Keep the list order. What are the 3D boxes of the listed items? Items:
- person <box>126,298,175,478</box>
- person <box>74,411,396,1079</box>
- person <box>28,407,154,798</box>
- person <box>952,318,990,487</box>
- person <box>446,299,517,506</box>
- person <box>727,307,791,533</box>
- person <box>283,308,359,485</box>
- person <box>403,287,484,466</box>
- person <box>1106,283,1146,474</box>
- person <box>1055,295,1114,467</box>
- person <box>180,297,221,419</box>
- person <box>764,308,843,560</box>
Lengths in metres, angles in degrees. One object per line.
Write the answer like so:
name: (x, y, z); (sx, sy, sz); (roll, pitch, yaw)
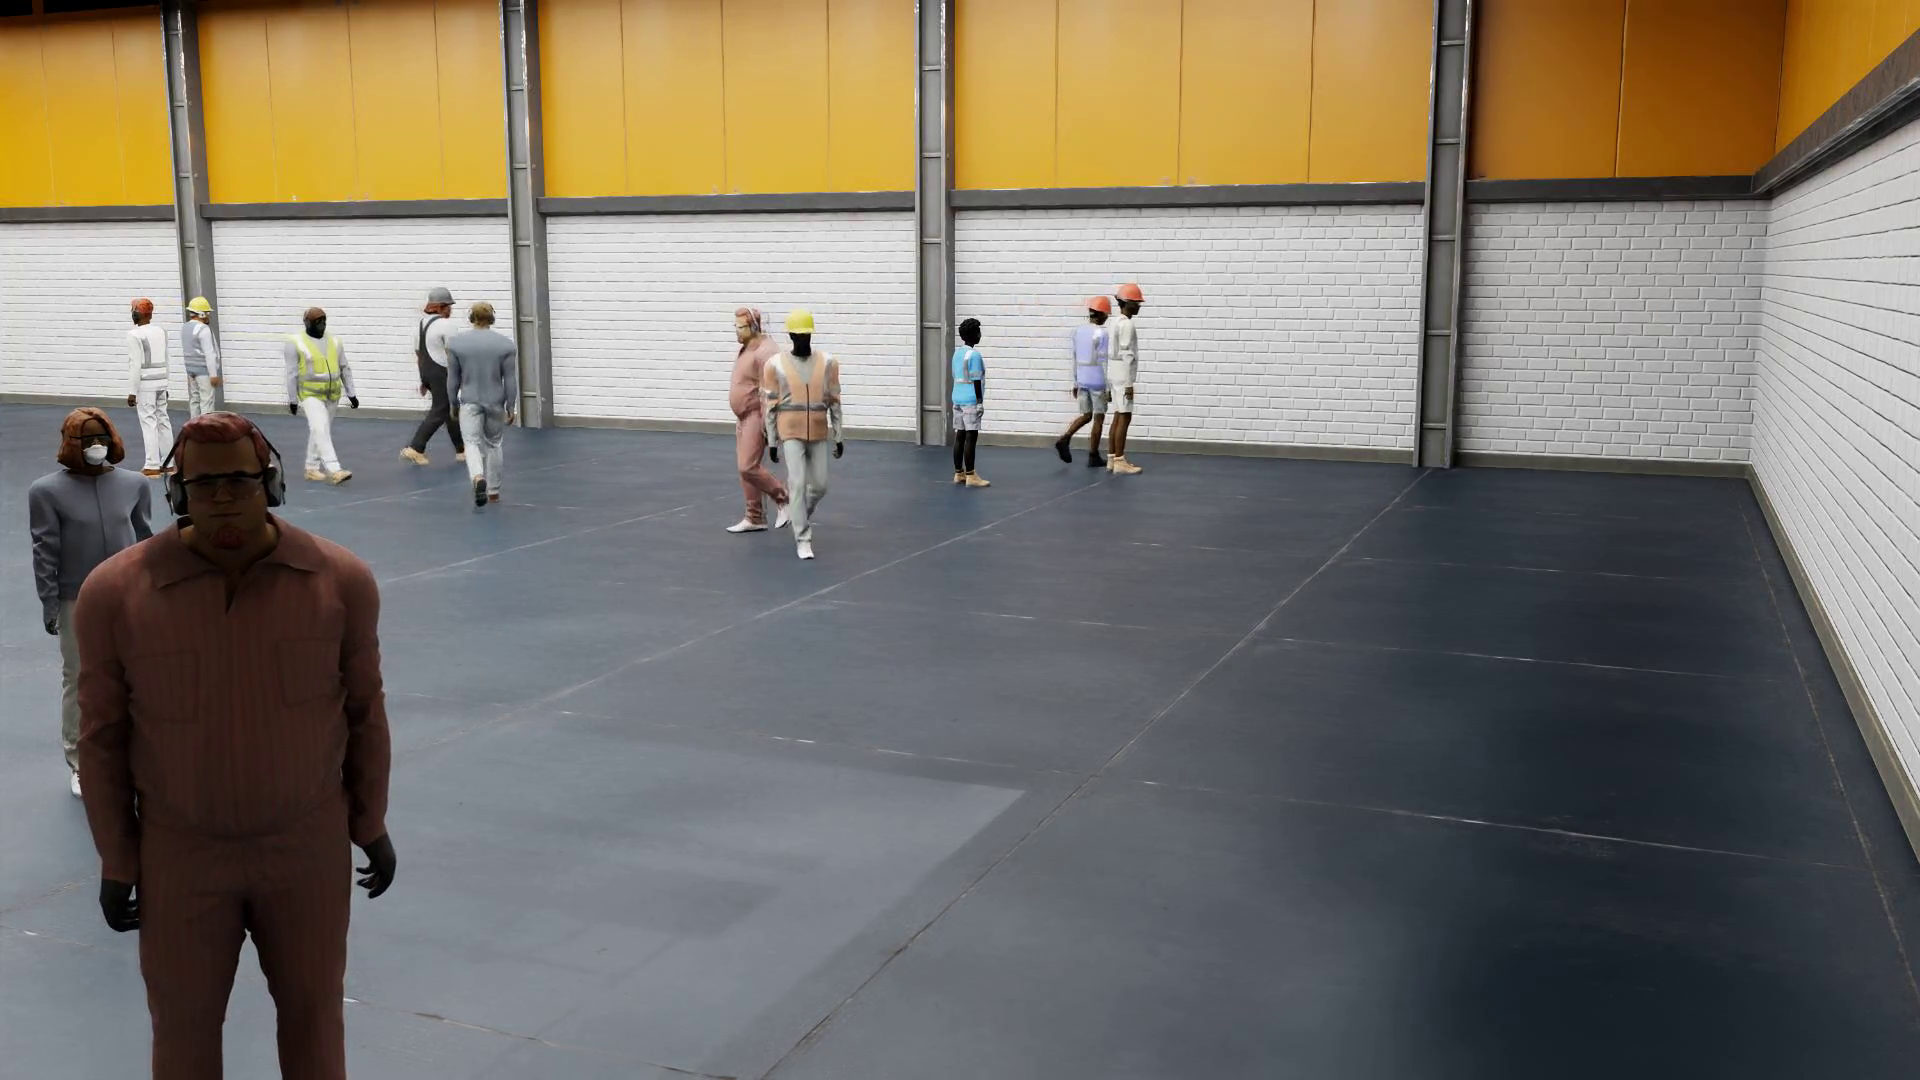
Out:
person: (-8.495, -1.584, 17.419); (0.353, 1.883, 0.577); (2, 10, 10)
person: (-1.587, 0.666, 3.708); (0.642, 1.910, 0.401); (-5, 11, -27)
person: (-3.635, 0.253, 7.040); (0.285, 1.633, 0.500); (8, 12, 40)
person: (0.096, -1.379, 16.741); (0.318, 1.697, 0.536); (-4, 10, -25)
person: (-4.374, -1.247, 15.266); (0.631, 1.919, 0.797); (-3, 10, -18)
person: (-1.675, -0.980, 13.740); (0.488, 1.885, 0.670); (-4, 10, -25)
person: (-6.496, -1.467, 16.978); (0.961, 1.790, 0.641); (7, 11, 35)
person: (-5.853, -1.861, 18.617); (0.996, 2.000, 0.693); (-8, 12, -41)
person: (1.778, -1.712, 17.762); (0.414, 2.034, 0.609); (-1, 9, -5)
person: (1.404, -1.720, 18.216); (0.604, 1.899, 0.558); (-8, 12, -40)
person: (-9.406, -2.096, 20.674); (0.598, 1.830, 0.404); (7, 12, 37)
person: (-1.211, -0.827, 12.758); (0.600, 1.905, 0.645); (-3, 10, -20)
